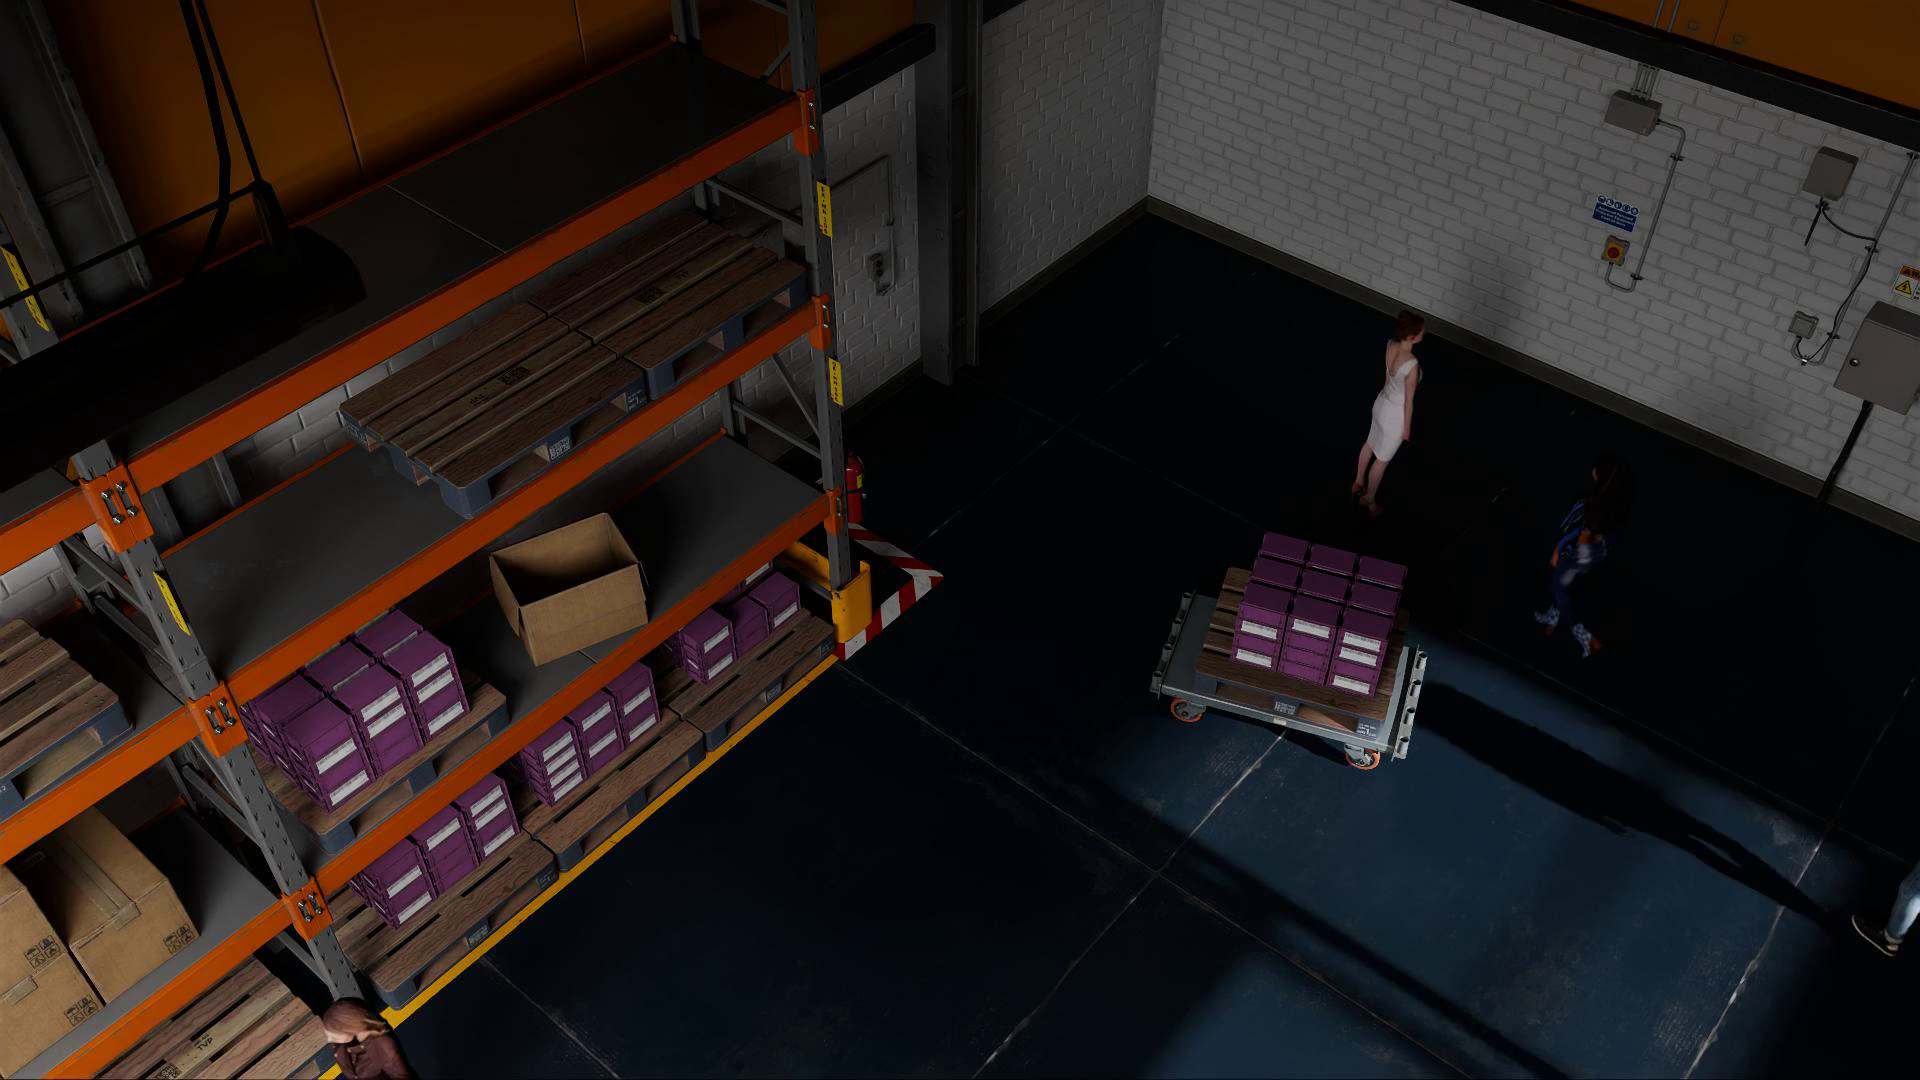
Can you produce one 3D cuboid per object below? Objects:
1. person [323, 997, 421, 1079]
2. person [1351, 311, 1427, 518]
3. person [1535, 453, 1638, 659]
[{"bbox_3d":[-2.781,2.683,8.138,0.618,1.704,0.524,26,50,25],"label":"person"},{"bbox_3d":[3.048,-0.893,11.829,0.667,1.792,0.631,-8,44,-9],"label":"person"},{"bbox_3d":[4.112,0.126,10.890,0.926,1.612,0.911,-17,46,-17],"label":"person"}]
